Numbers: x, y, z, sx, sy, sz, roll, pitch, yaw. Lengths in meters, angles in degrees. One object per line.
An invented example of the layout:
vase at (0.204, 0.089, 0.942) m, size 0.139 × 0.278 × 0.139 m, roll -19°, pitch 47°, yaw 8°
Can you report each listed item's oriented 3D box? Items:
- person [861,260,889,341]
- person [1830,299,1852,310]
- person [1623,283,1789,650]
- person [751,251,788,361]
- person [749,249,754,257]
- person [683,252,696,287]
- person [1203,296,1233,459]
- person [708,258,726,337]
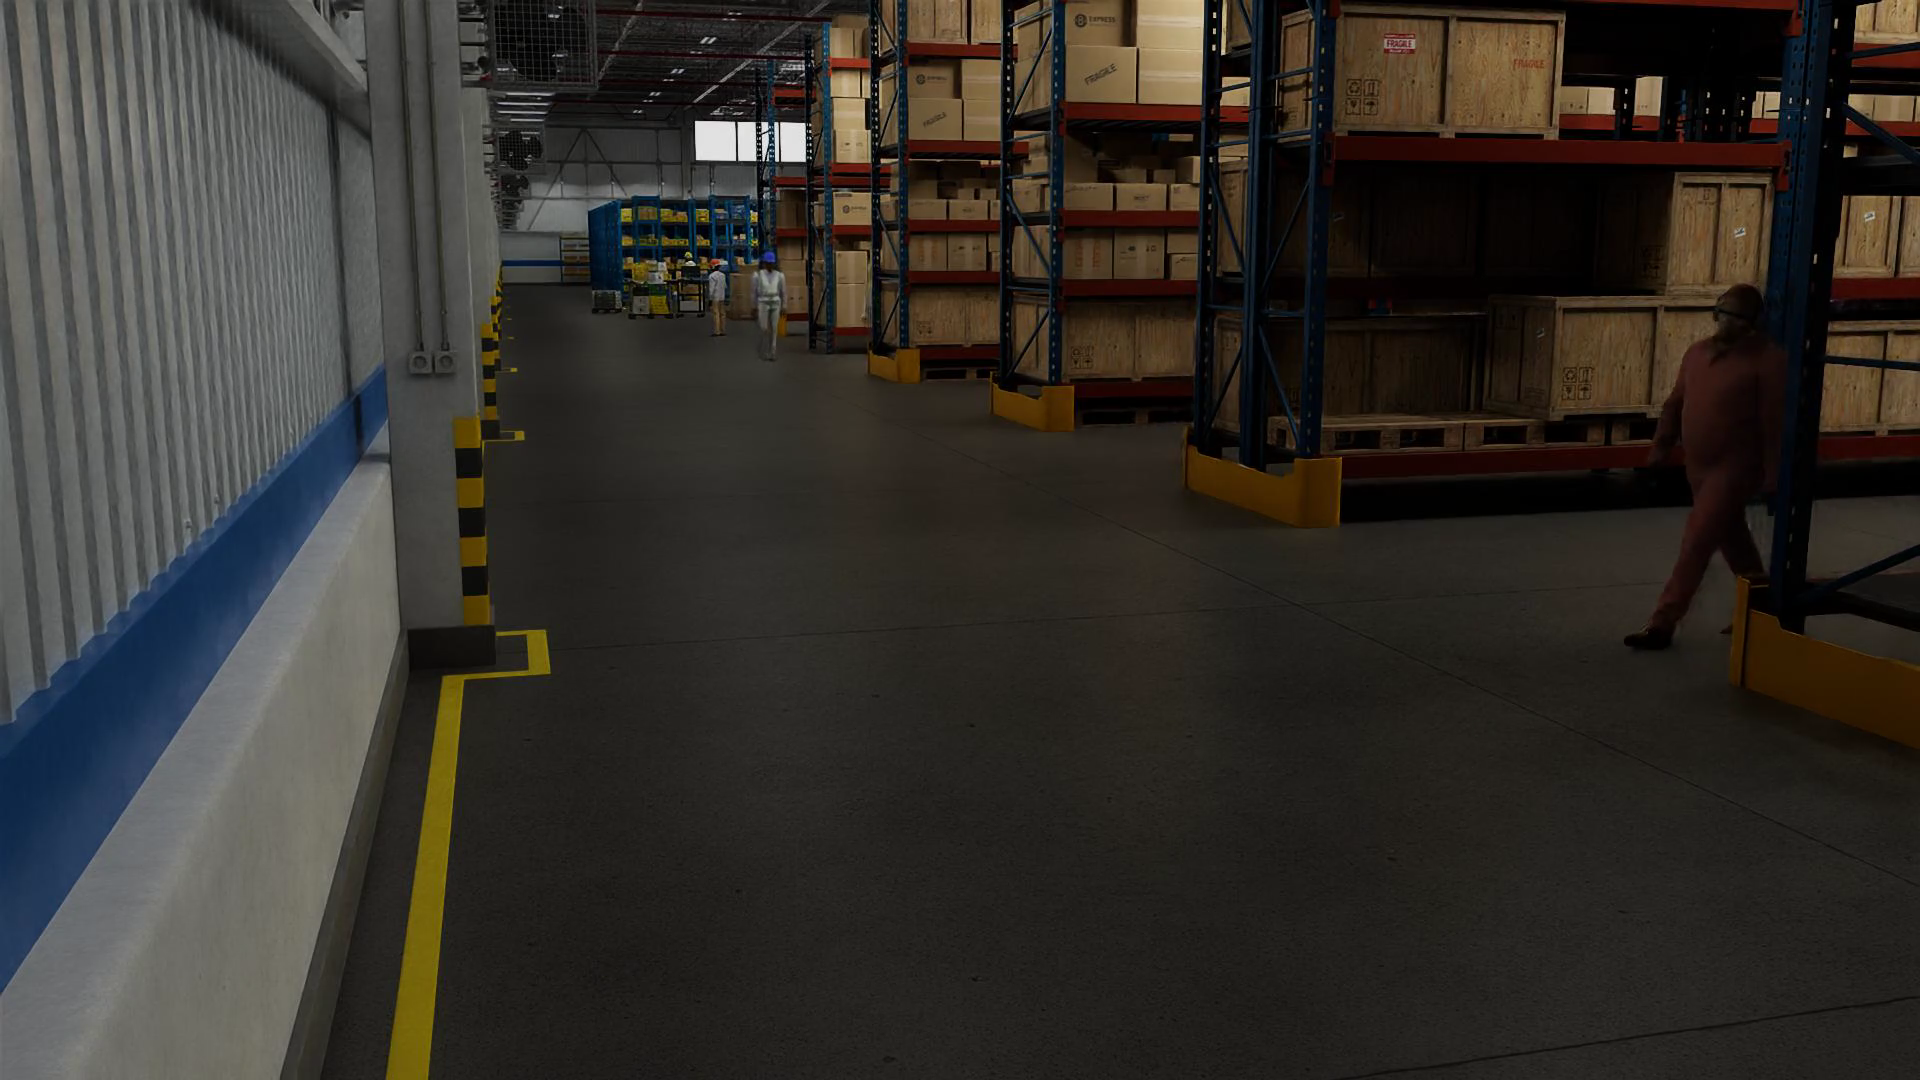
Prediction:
person at (-1.408, -3.707, 27.387) m, size 0.495 × 1.807 × 0.611 m, roll -4°, pitch 11°, yaw -22°
person at (9.283, -2.097, 17.955) m, size 0.493 × 1.923 × 0.650 m, roll -4°, pitch 11°, yaw -21°
person at (3.856, -0.367, 8.403) m, size 1.021 × 1.842 × 0.653 m, roll -2°, pitch 10°, yaw -13°
person at (-3.322, -4.085, 29.186) m, size 0.645 × 1.927 × 0.611 m, roll -3°, pitch 11°, yaw -19°
person at (-8.540, -11.090, 68.848) m, size 1.024 × 1.938 × 0.683 m, roll 3°, pitch 10°, yaw 15°
person at (-9.071, -8.711, 55.671) m, size 0.404 × 1.828 × 0.603 m, roll 3°, pitch 10°, yaw 16°
person at (2.434, -1.559, 15.746) m, size 0.514 × 1.627 × 0.363 m, roll 9°, pitch 13°, yaw 42°
person at (-5.457, -5.416, 37.225) m, size 0.327 × 1.753 × 0.561 m, roll 5°, pitch 11°, yaw 25°
